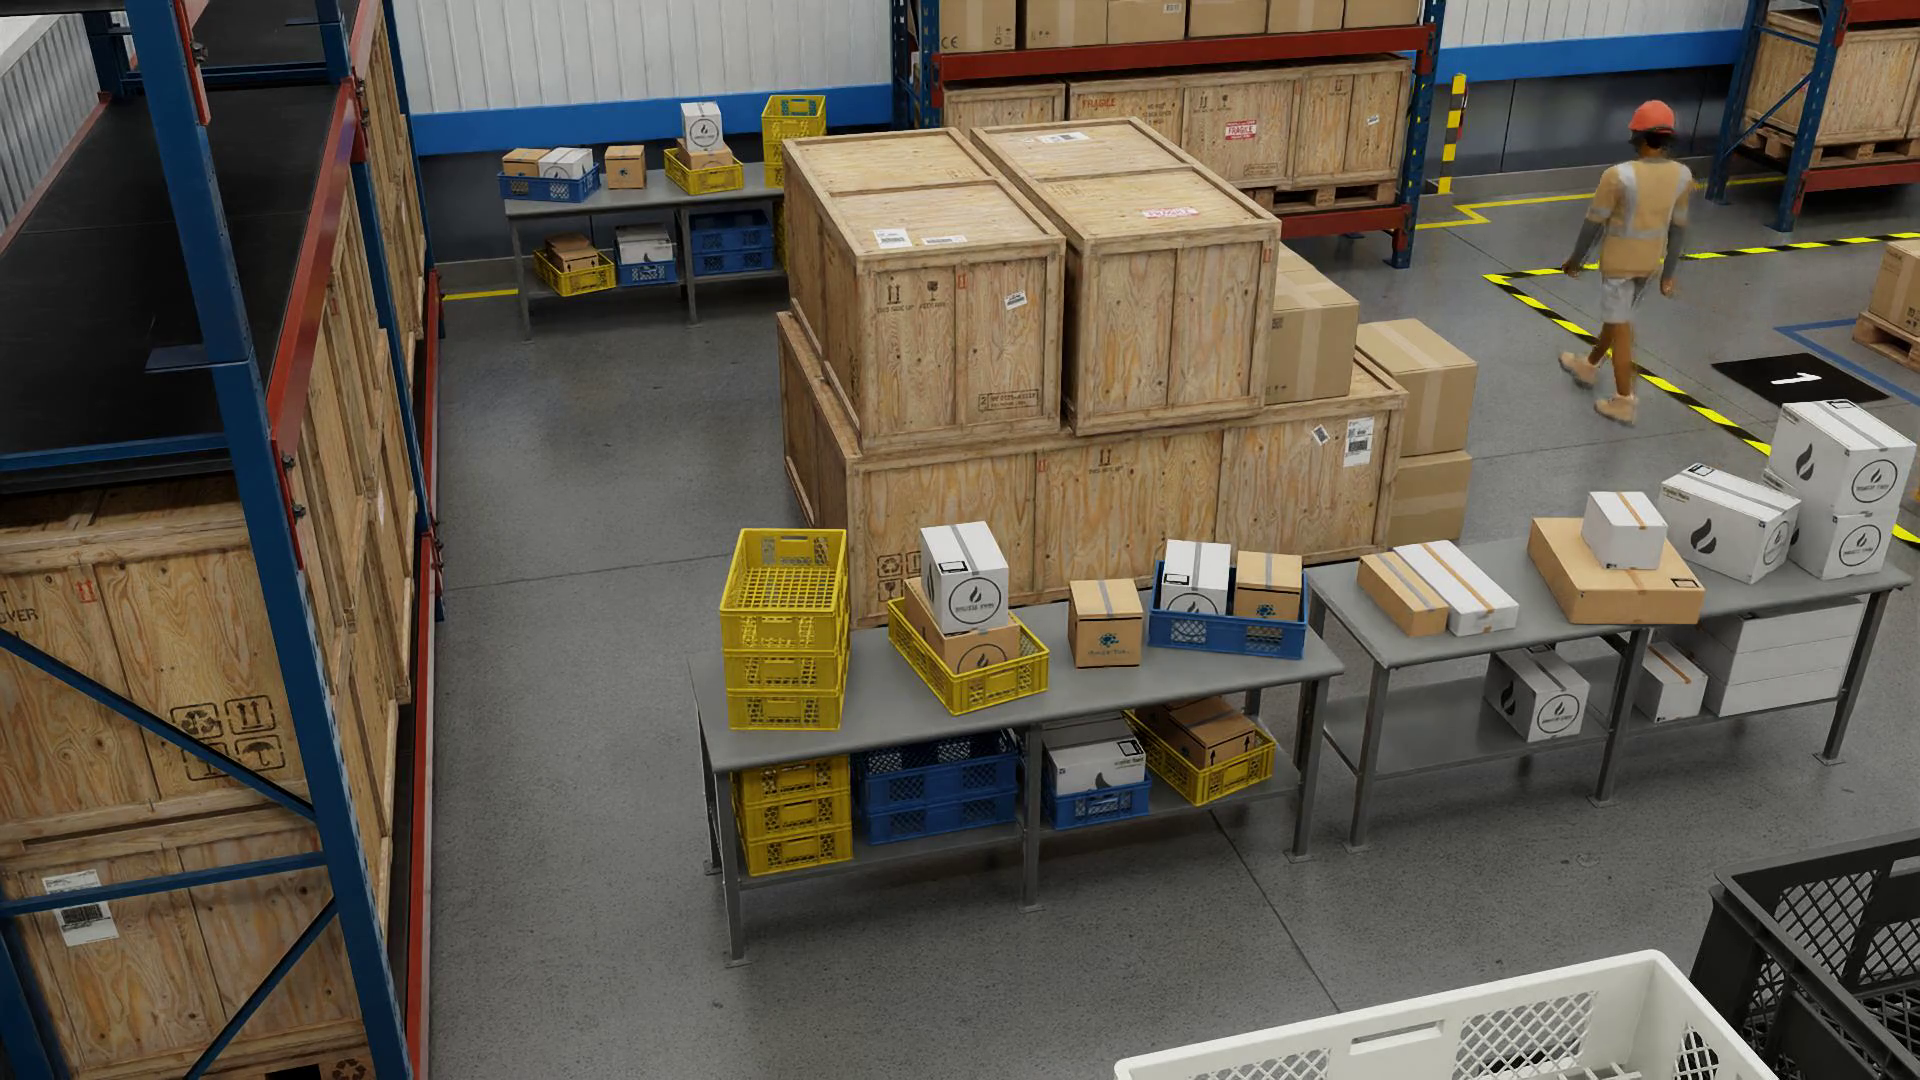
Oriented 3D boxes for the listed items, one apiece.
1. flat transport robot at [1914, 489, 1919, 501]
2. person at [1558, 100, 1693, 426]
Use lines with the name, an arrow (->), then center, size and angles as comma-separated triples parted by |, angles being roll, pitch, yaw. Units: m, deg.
flat transport robot -> 6.067, -0.031, 9.144 | 0.652, 0.197, 1.431 | -7, 30, -13
person -> 4.178, -1.797, 10.595 | 0.610, 1.997, 0.983 | -9, 30, -16
